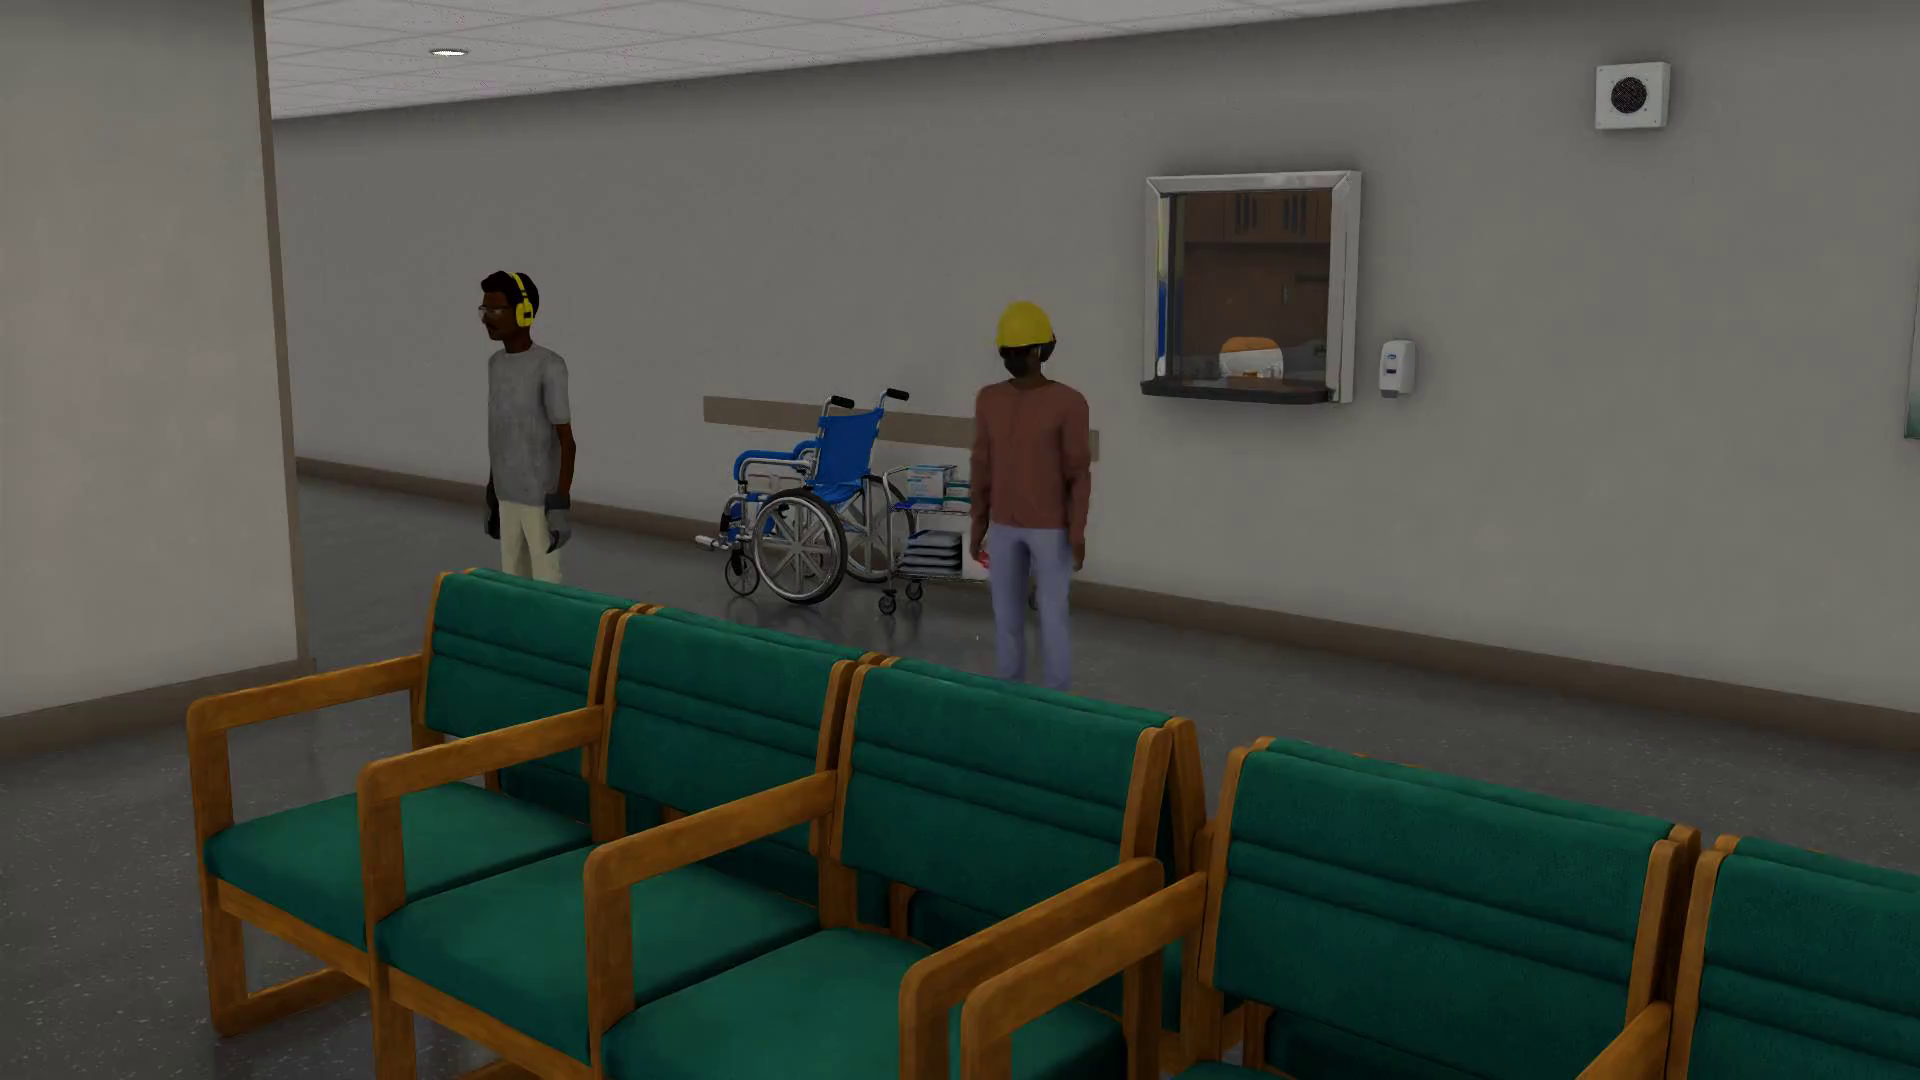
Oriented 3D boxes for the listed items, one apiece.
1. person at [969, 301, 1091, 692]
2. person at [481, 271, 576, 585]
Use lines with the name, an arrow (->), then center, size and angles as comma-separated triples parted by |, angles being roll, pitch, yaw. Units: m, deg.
person -> 0.250, -0.055, 6.578 | 0.569, 1.752, 0.380 | 7, 12, 34
person -> -1.773, -0.154, 6.783 | 0.533, 1.868, 0.310 | 8, 13, 40
